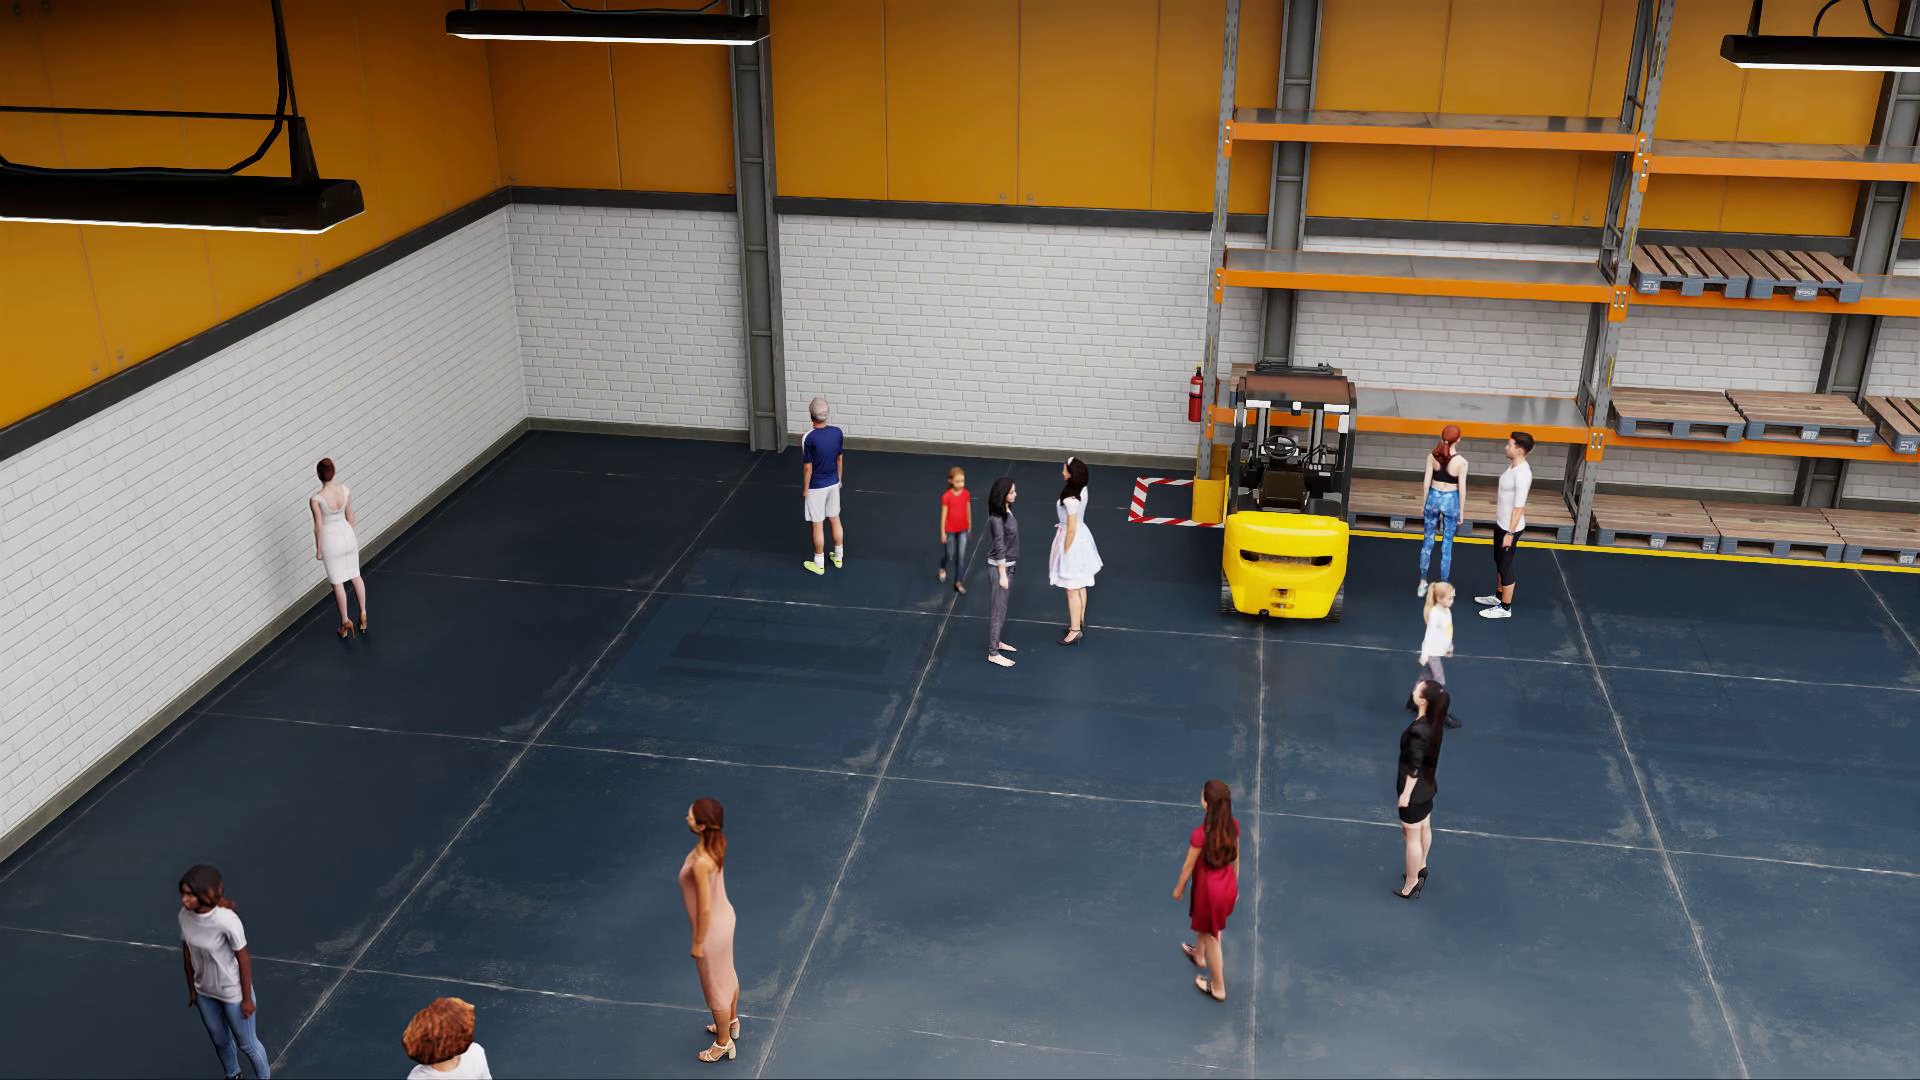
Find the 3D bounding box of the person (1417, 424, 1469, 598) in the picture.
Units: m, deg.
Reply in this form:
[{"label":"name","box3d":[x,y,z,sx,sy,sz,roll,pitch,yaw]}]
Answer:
[{"label":"person","box3d":[4.692,-0.281,16.196,0.614,1.785,0.717,13,27,28]}]

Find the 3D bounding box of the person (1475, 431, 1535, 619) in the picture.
[{"label":"person","box3d":[5.227,-0.155,15.827,0.532,1.851,0.673,4,24,8]}]

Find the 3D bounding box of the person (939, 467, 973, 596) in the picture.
[{"label":"person","box3d":[-0.075,-0.119,16.427,0.687,1.305,0.728,-11,26,-24]}]

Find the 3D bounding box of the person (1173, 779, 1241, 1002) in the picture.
[{"label":"person","box3d":[1.662,2.274,10.667,0.802,1.533,0.865,-17,29,-33]}]

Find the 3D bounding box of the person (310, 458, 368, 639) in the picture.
[{"label":"person","box3d":[-5.750,0.064,15.398,0.636,1.793,0.633,19,30,37]}]

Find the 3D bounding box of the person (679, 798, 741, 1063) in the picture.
[{"label":"person","box3d":[-1.497,2.354,10.110,0.513,1.831,0.589,3,24,7]}]

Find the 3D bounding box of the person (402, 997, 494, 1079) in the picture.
[{"label":"person","box3d":[-2.596,3.090,8.575,0.751,1.713,0.791,-21,31,-40]}]

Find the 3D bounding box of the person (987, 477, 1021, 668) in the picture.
[{"label":"person","box3d":[0.372,0.256,14.993,0.522,1.764,0.610,2,24,5]}]

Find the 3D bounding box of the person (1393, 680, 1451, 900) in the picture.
[{"label":"person","box3d":[3.224,1.742,11.680,0.657,1.696,0.671,15,28,31]}]

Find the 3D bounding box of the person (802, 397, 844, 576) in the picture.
[{"label":"person","box3d":[-1.388,-0.561,16.770,0.721,1.838,0.758,-19,30,-37]}]

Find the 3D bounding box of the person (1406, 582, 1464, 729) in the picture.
[{"label":"person","box3d":[3.954,0.930,14.078,0.830,1.262,0.686,15,28,30]}]

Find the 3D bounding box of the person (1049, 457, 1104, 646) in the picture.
[{"label":"person","box3d":[1.038,0.105,15.276,0.754,1.816,0.730,7,25,16]}]

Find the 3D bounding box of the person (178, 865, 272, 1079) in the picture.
[{"label":"person","box3d":[-4.265,2.620,9.642,0.494,1.719,0.676,8,25,17]}]
